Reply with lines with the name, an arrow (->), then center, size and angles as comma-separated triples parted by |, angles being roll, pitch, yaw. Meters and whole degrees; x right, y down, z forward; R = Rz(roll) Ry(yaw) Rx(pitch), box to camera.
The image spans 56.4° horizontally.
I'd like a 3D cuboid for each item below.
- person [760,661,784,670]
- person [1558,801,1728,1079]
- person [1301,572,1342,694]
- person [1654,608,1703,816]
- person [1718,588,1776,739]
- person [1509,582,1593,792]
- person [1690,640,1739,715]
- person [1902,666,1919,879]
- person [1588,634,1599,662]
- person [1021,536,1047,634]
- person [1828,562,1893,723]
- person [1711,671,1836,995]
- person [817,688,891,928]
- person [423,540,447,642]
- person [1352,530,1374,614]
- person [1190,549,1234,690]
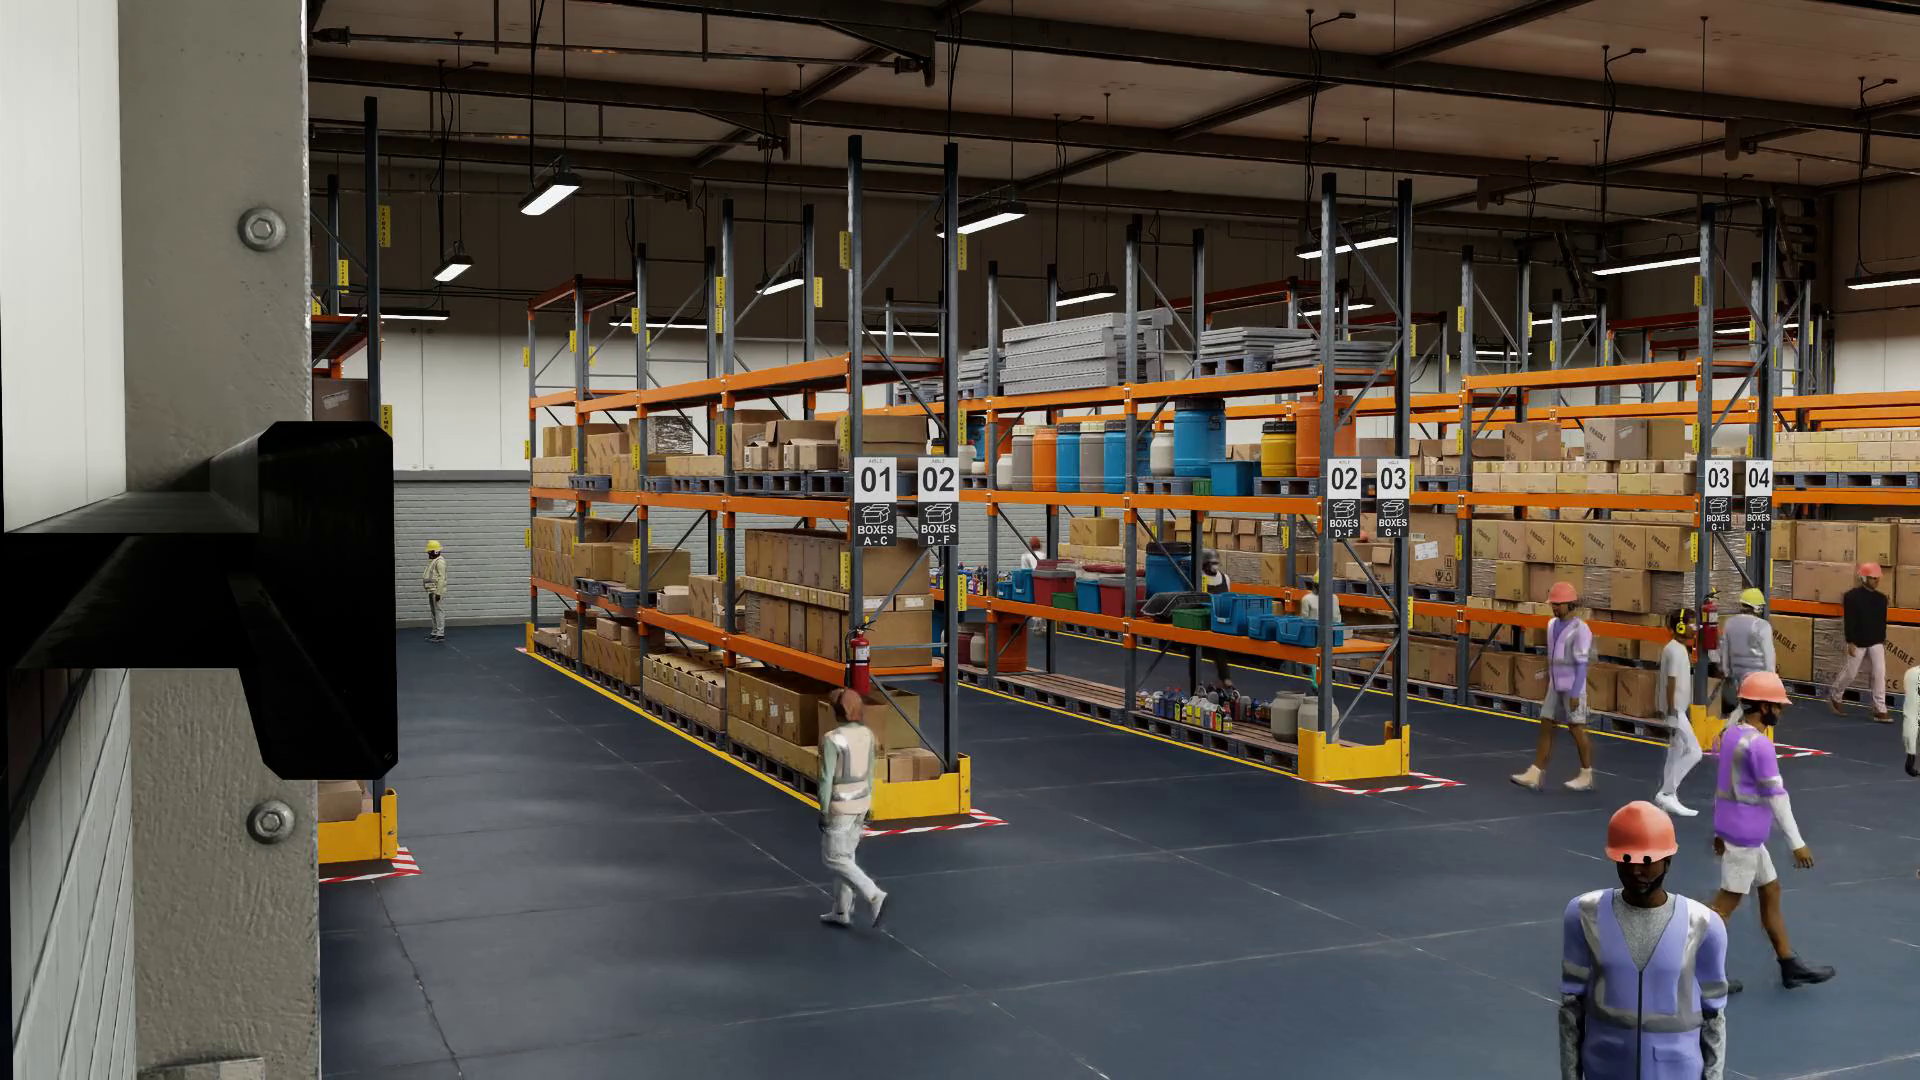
person -> -2.790, 1.067, 26.789 | 0.600, 1.958, 0.379 | -1, 3, -31
person -> 2.363, 1.865, 6.222 | 0.551, 1.935, 0.375 | 1, 2, 24
person -> 4.925, 1.281, 24.430 | 0.531, 1.709, 0.935 | 0, 2, -8
person -> 6.419, 1.533, 15.923 | 0.386, 1.855, 0.562 | 1, 2, 24
person -> 8.501, 1.424, 19.279 | 0.457, 1.818, 0.596 | -1, 2, -20
person -> 5.728, 1.411, 17.150 | 0.860, 2.003, 0.633 | -1, 2, -19
person -> 9.578, 1.255, 22.664 | 0.562, 1.885, 0.973 | -1, 2, -17
person -> 7.381, 1.587, 13.459 | 0.615, 1.949, 0.685 | 0, 2, -6
person -> 9.103, 1.166, 26.137 | 0.621, 1.801, 0.821 | -1, 2, -22
person -> 1.438, 0.861, 33.644 | 0.584, 1.857, 0.668 | 0, 2, -8
person -> 11.176, 1.239, 22.187 | 0.612, 1.968, 0.922 | 0, 2, -6
person -> 4.735, 1.725, 10.513 | 0.942, 1.889, 0.564 | 0, 2, 11
person -> -0.713, 1.799, 11.962 | 0.588, 1.619, 0.524 | 1, 3, 33
person -> -9.484, 0.915, 32.352 | 0.404, 1.833, 0.589 | -1, 3, -31
person -> 7.244, 0.833, 32.106 | 0.624, 2.022, 0.694 | -1, 2, -16
person -> 3.528, 1.104, 25.305 | 0.700, 2.000, 1.041 | -1, 2, -16
